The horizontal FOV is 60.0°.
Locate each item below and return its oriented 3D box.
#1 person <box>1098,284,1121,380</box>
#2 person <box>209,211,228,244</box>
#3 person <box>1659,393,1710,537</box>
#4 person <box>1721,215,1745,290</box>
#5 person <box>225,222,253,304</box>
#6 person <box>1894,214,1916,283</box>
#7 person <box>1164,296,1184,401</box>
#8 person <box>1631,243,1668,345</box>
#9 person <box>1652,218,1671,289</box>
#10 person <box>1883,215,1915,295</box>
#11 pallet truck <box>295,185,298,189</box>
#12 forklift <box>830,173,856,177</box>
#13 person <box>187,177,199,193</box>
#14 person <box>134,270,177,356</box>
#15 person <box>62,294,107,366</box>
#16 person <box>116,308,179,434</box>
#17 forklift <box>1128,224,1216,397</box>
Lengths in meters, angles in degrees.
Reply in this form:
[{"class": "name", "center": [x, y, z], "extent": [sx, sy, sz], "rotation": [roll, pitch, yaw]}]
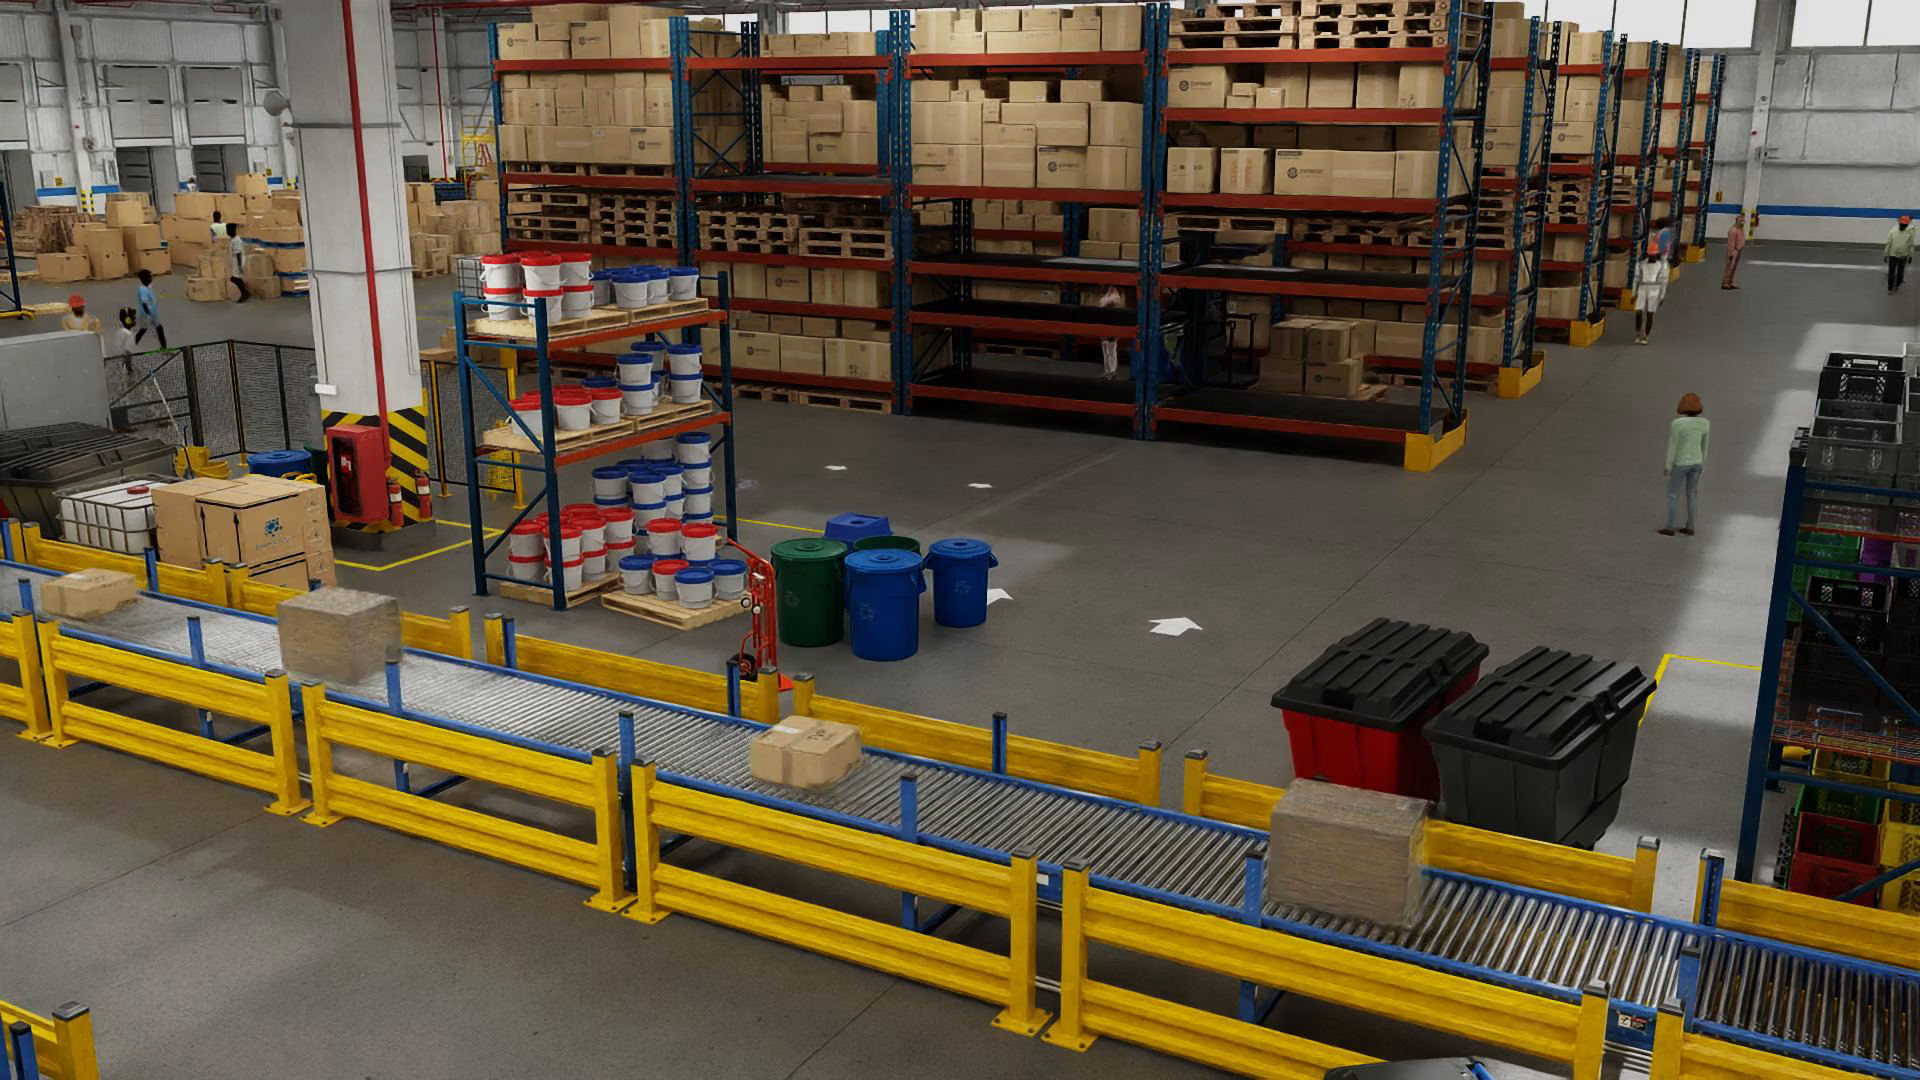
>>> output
[{"class": "person", "center": [2.528, -3.600, 28.514], "extent": [0.401, 1.901, 0.642], "rotation": [-2, 15, -9]}, {"class": "person", "center": [-19.512, -7.716, 43.949], "extent": [0.373, 1.916, 0.596], "rotation": [6, 16, 23]}, {"class": "person", "center": [8.146, -0.837, 18.680], "extent": [0.508, 1.611, 0.346], "rotation": [-4, 15, -14]}, {"class": "person", "center": [19.945, -7.386, 42.764], "extent": [0.646, 1.897, 0.396], "rotation": [-13, 20, -40]}, {"class": "person", "center": [-17.256, -6.592, 39.659], "extent": [0.428, 1.948, 0.652], "rotation": [-8, 17, -28]}, {"class": "person", "center": [25.066, -7.736, 44.185], "extent": [0.509, 1.826, 0.585], "rotation": [-7, 16, -24]}, {"class": "person", "center": [3.465, -3.114, 27.074], "extent": [0.315, 1.696, 0.540], "rotation": [-3, 15, -11]}, {"class": "person", "center": [13.630, -4.848, 32.954], "extent": [0.636, 2.024, 0.686], "rotation": [8, 17, 26]}, {"class": "person", "center": [17.979, -7.402, 42.967], "extent": [0.861, 1.804, 0.648], "rotation": [1, 15, 3]}, {"class": "person", "center": [23.510, -7.144, 41.672], "extent": [0.634, 1.975, 0.468], "rotation": [10, 18, 33]}, {"class": "pallet truck", "center": [-26.804, -14.617, 69.738], "extent": [1.885, 1.965, 0.823], "rotation": [-14, 20, -42]}, {"class": "forklift", "center": [-3.910, -11.342, 55.737], "extent": [1.129, 2.768, 1.873], "rotation": [8, 17, 28]}, {"class": "person", "center": [-31.734, -14.215, 68.935], "extent": [0.530, 1.620, 0.429], "rotation": [7, 16, 24]}, {"class": "person", "center": [-15.511, -4.319, 31.680], "extent": [0.861, 1.657, 0.539], "rotation": [-1, 15, -5]}, {"class": "person", "center": [-13.635, -2.896, 25.911], "extent": [0.535, 1.884, 0.973], "rotation": [-1, 15, -5]}, {"class": "person", "center": [-12.067, -2.492, 24.470], "extent": [0.914, 1.829, 0.558], "rotation": [-13, 19, -39]}, {"class": "forklift", "center": [3.819, -3.750, 27.197], "extent": [1.873, 2.768, 1.129], "rotation": [8, 17, 28]}]
